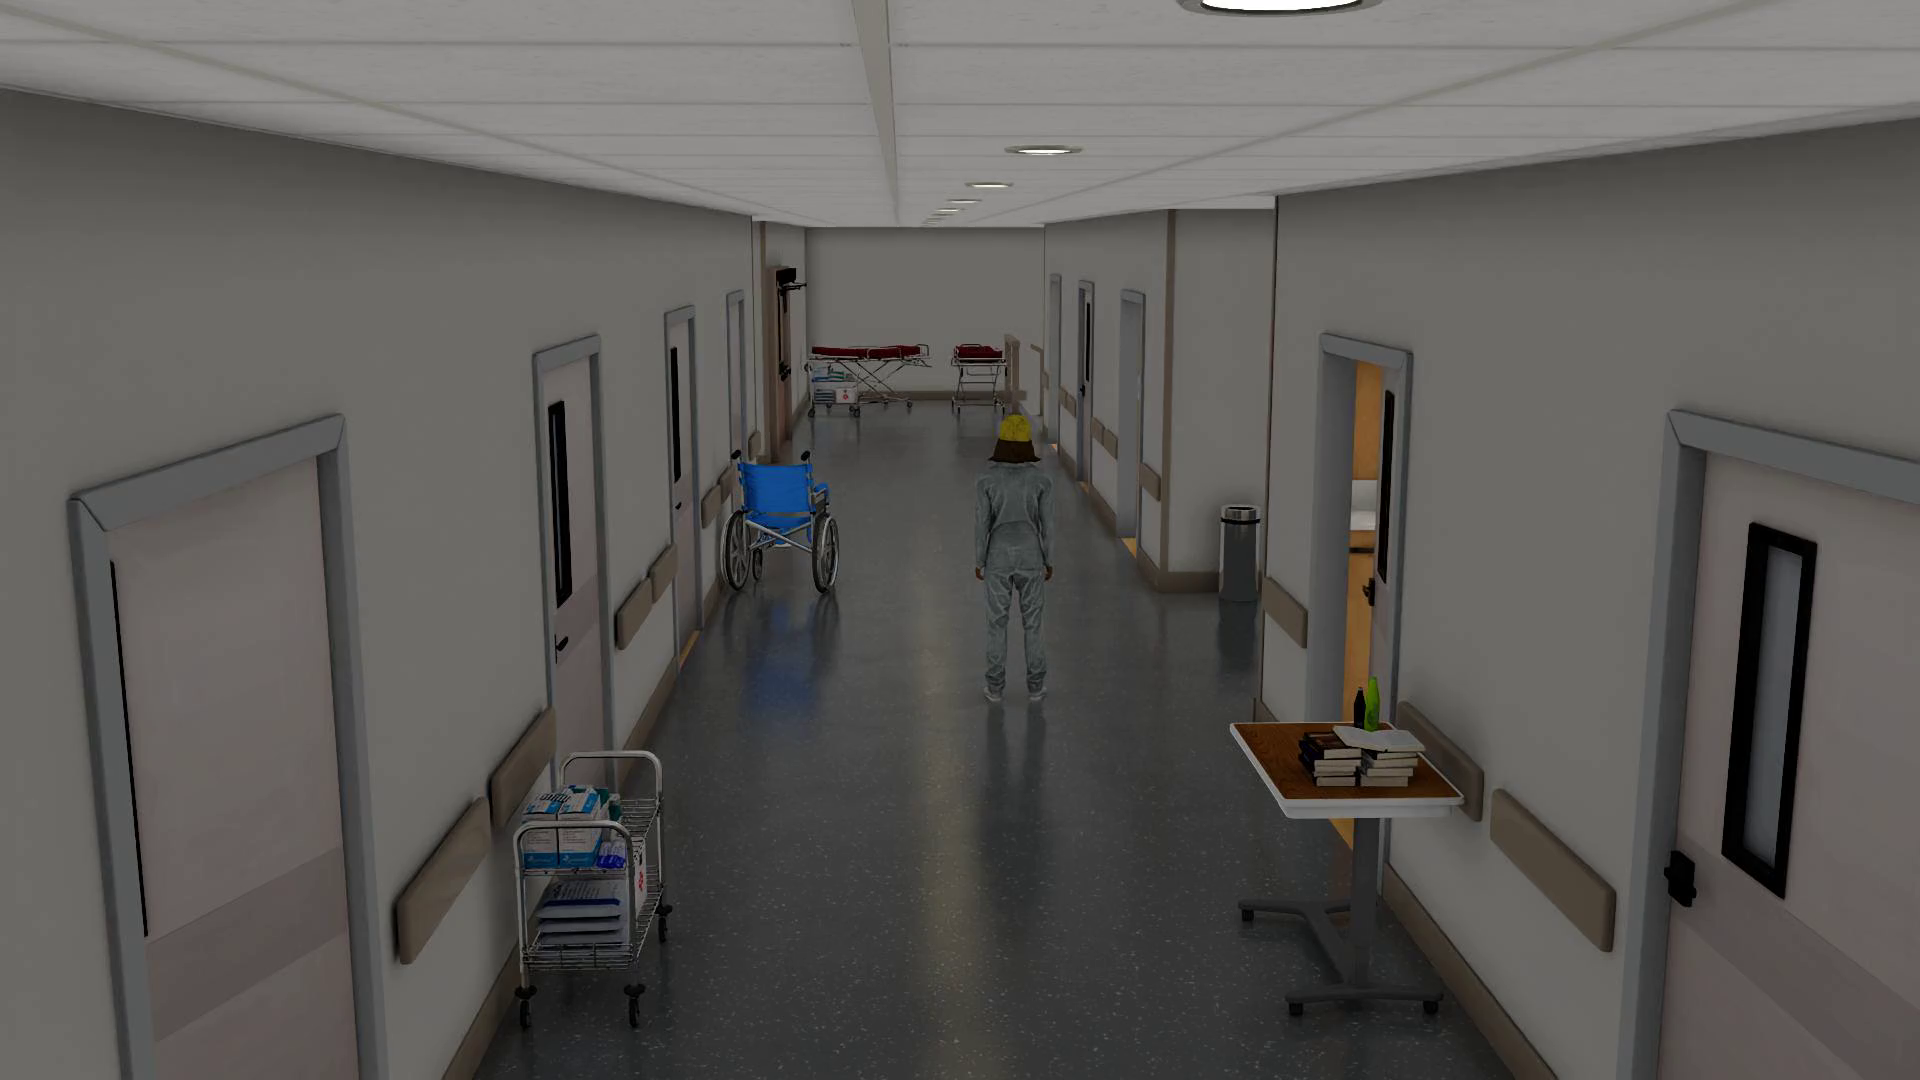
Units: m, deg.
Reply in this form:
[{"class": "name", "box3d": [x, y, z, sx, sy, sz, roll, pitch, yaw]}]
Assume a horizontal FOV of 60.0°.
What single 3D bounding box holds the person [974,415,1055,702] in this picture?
[{"class": "person", "box3d": [0.327, 0.113, 10.060, 0.493, 1.743, 0.295, 0, 10, -2]}]
